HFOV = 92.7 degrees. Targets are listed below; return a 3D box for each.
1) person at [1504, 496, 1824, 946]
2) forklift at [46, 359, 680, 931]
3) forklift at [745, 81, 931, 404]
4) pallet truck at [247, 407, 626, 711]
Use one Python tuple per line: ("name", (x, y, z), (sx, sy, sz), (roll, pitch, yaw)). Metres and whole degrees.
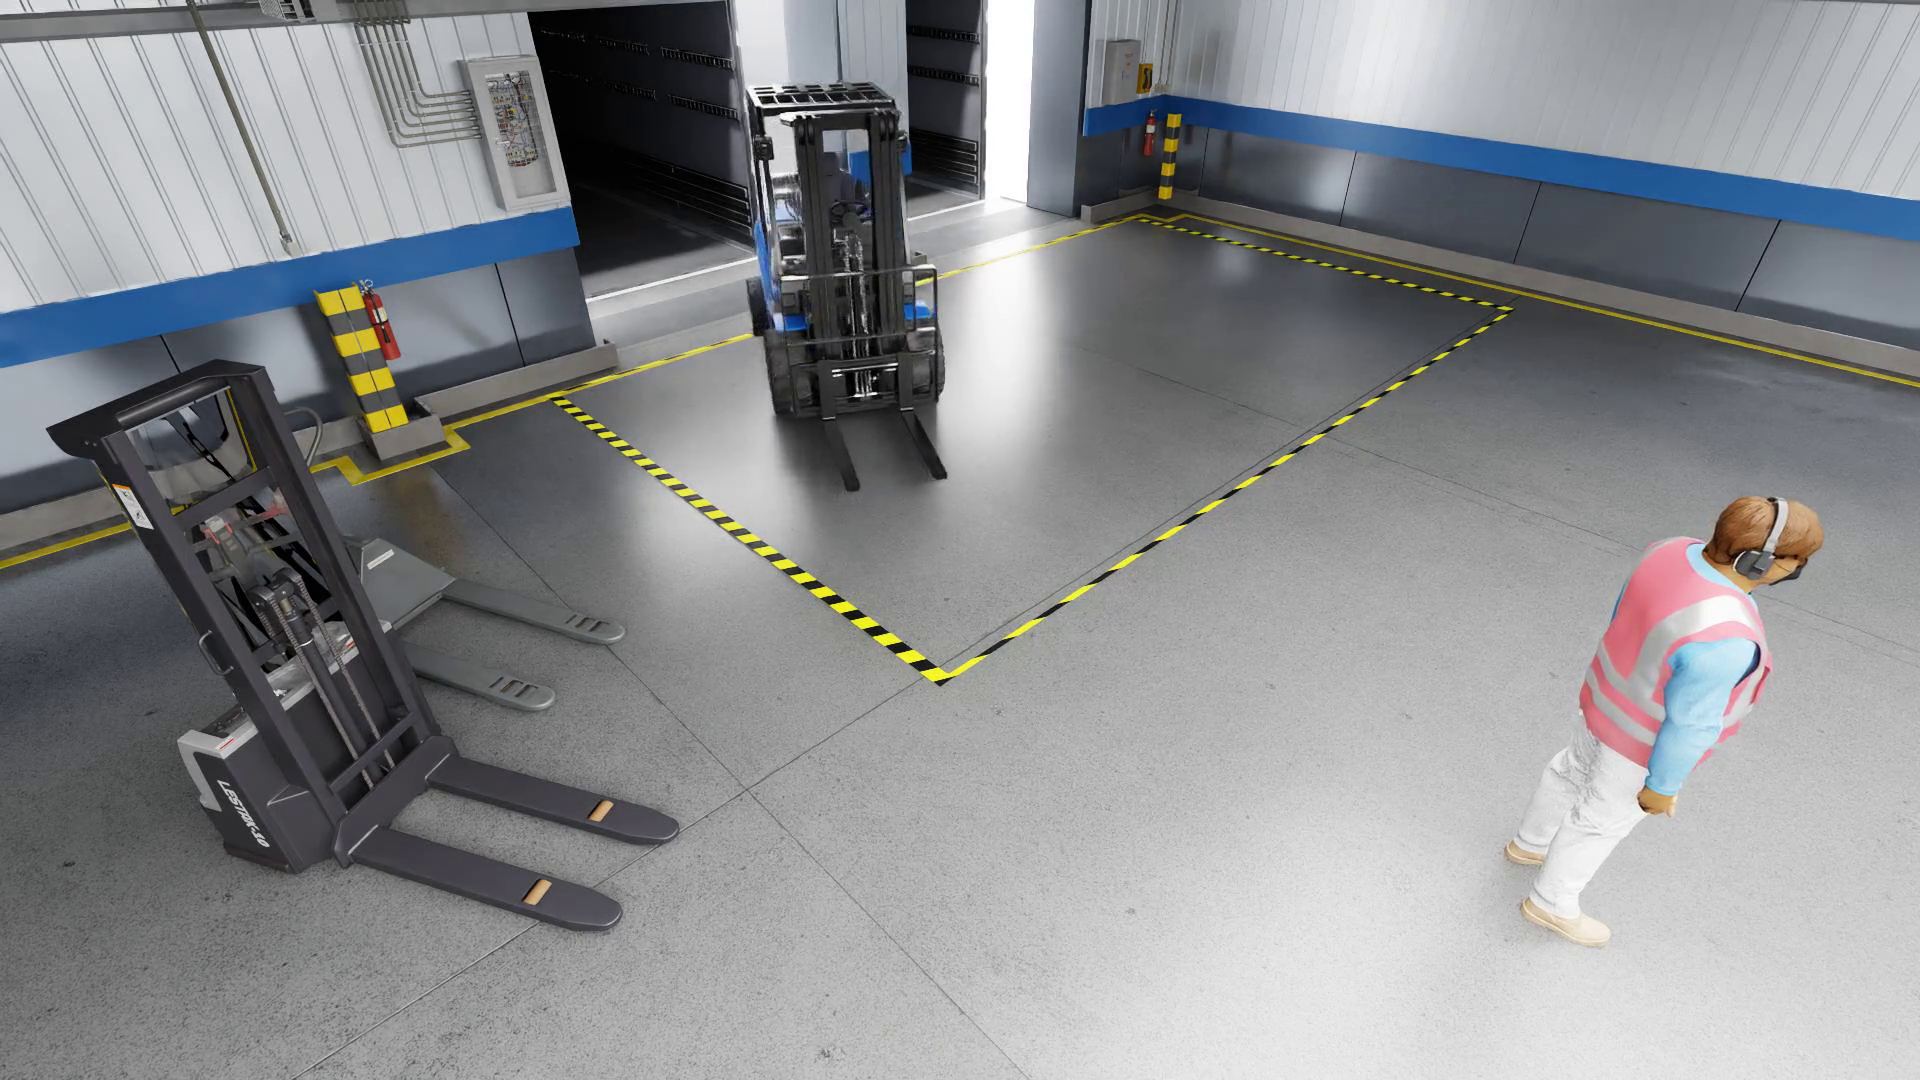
("person", (2.365, 0.647, 3.163), (0.429, 1.838, 0.632), (10, 35, 14))
("forklift", (-2.135, 0.422, 3.354), (1.885, 1.965, 0.823), (10, 35, 14))
("forklift", (-1.039, -2.499, 7.329), (1.157, 2.036, 2.680), (-9, 35, -13))
("pallet truck", (-2.628, 0.038, 4.590), (1.601, 1.201, 0.680), (12, 36, 18))
